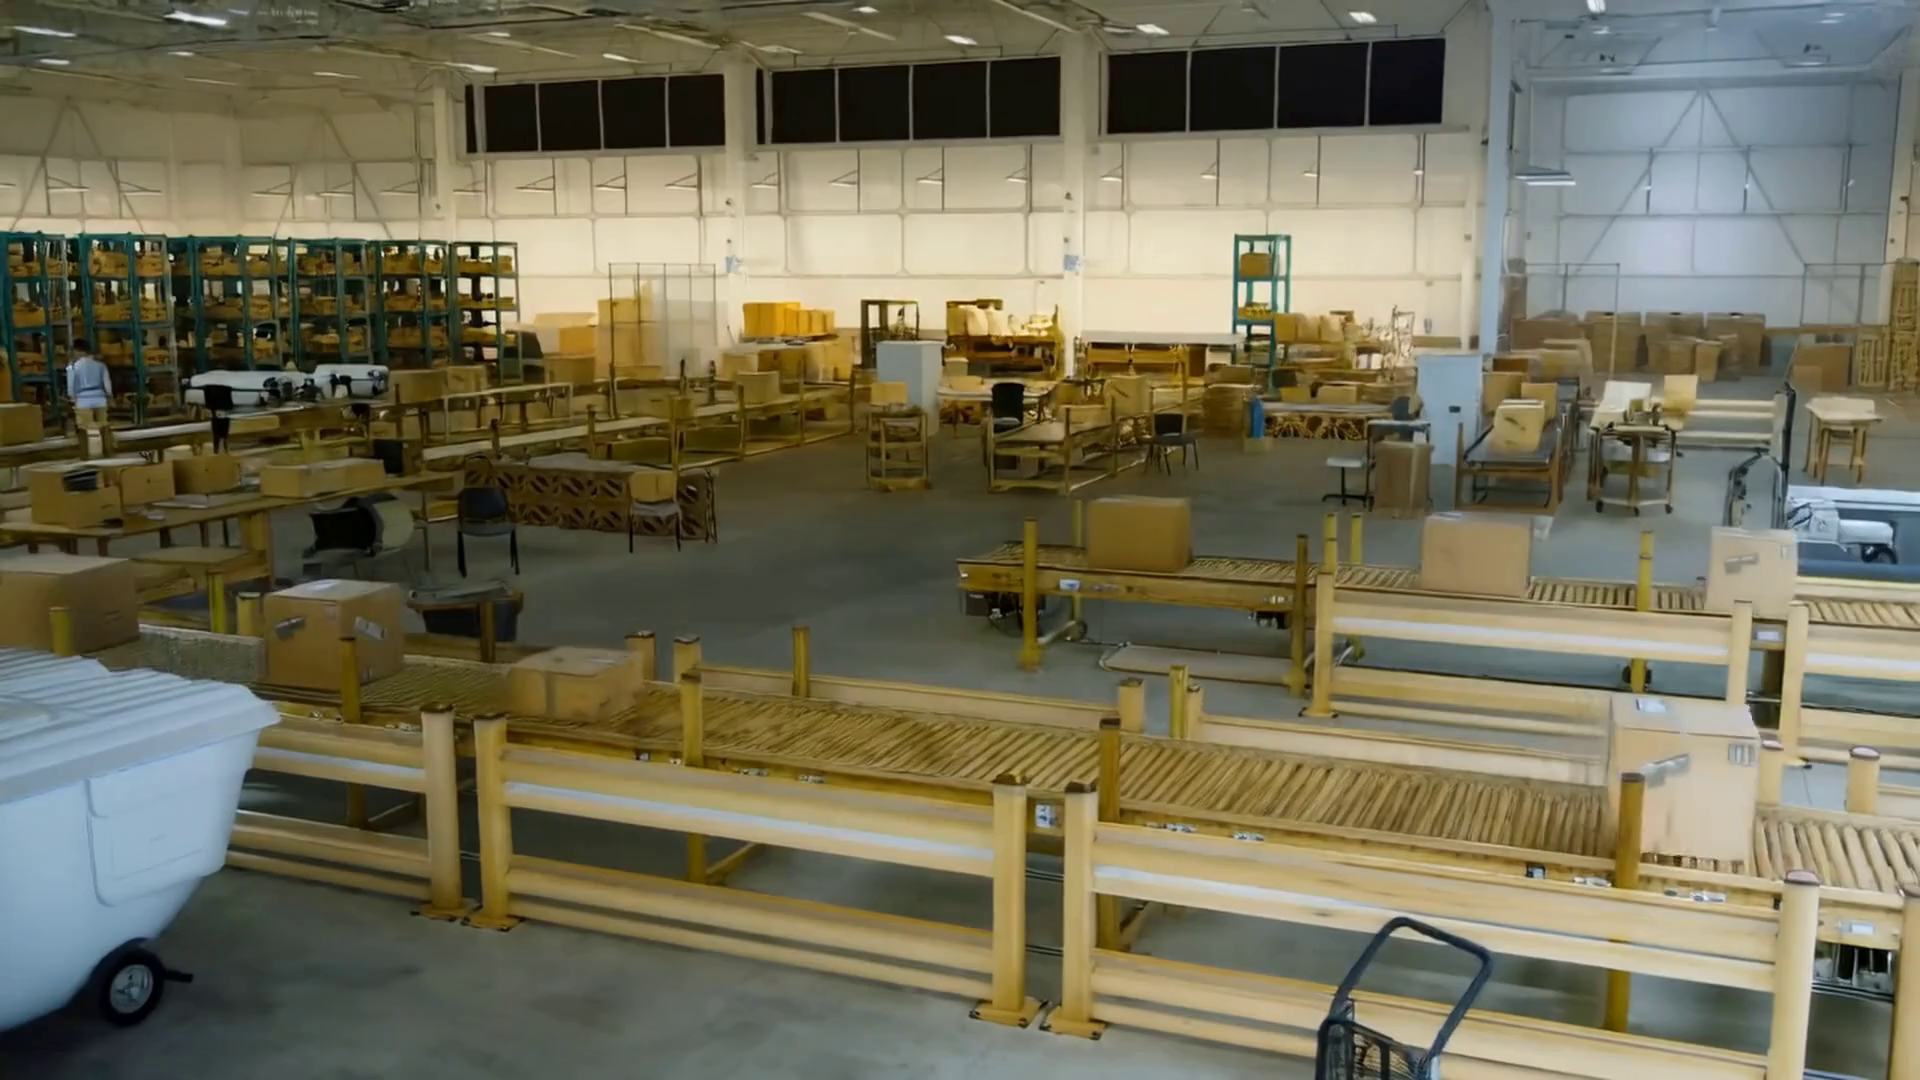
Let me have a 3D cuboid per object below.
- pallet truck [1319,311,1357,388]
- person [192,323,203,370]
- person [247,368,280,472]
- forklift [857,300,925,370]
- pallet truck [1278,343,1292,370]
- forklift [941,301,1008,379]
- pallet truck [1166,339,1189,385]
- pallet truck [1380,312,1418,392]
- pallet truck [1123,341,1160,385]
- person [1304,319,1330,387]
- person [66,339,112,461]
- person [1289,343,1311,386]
[{"bbox_3d":[9.071,-4.419,39.190,0.823,1.965,1.885,5,10,26],"label":"pallet truck"},{"bbox_3d":[-17.899,-4.315,39.064,0.560,1.837,0.389,-3,10,-18],"label":"person"},{"bbox_3d":[-9.014,-1.361,21.512,0.532,1.717,0.944,2,10,11],"label":"person"},{"bbox_3d":[-1.732,-5.109,42.468,1.157,1.987,2.680,4,10,22],"label":"forklift"},{"bbox_3d":[7.886,-4.163,39.743,0.653,1.274,1.630,4,10,22],"label":"pallet truck"},{"bbox_3d":[0.365,-4.966,41.571,1.157,1.987,2.680,3,10,20],"label":"forklift"},{"bbox_3d":[5.418,-4.269,40.420,0.704,1.261,1.522,3,10,20],"label":"pallet truck"},{"bbox_3d":[10.207,-4.283,38.369,0.823,1.965,1.885,3,10,20],"label":"pallet truck"},{"bbox_3d":[4.445,-4.380,41.279,0.680,1.201,1.601,4,10,22],"label":"pallet truck"},{"bbox_3d":[7.770,-3.888,36.417,0.989,1.855,0.641,-2,10,-13],"label":"person"},{"bbox_3d":[-13.002,-2.030,24.864,0.382,1.949,0.605,9,13,42],"label":"person"},{"bbox_3d":[7.044,-3.652,34.455,0.487,2.026,0.621,-5,11,-27],"label":"person"}]
